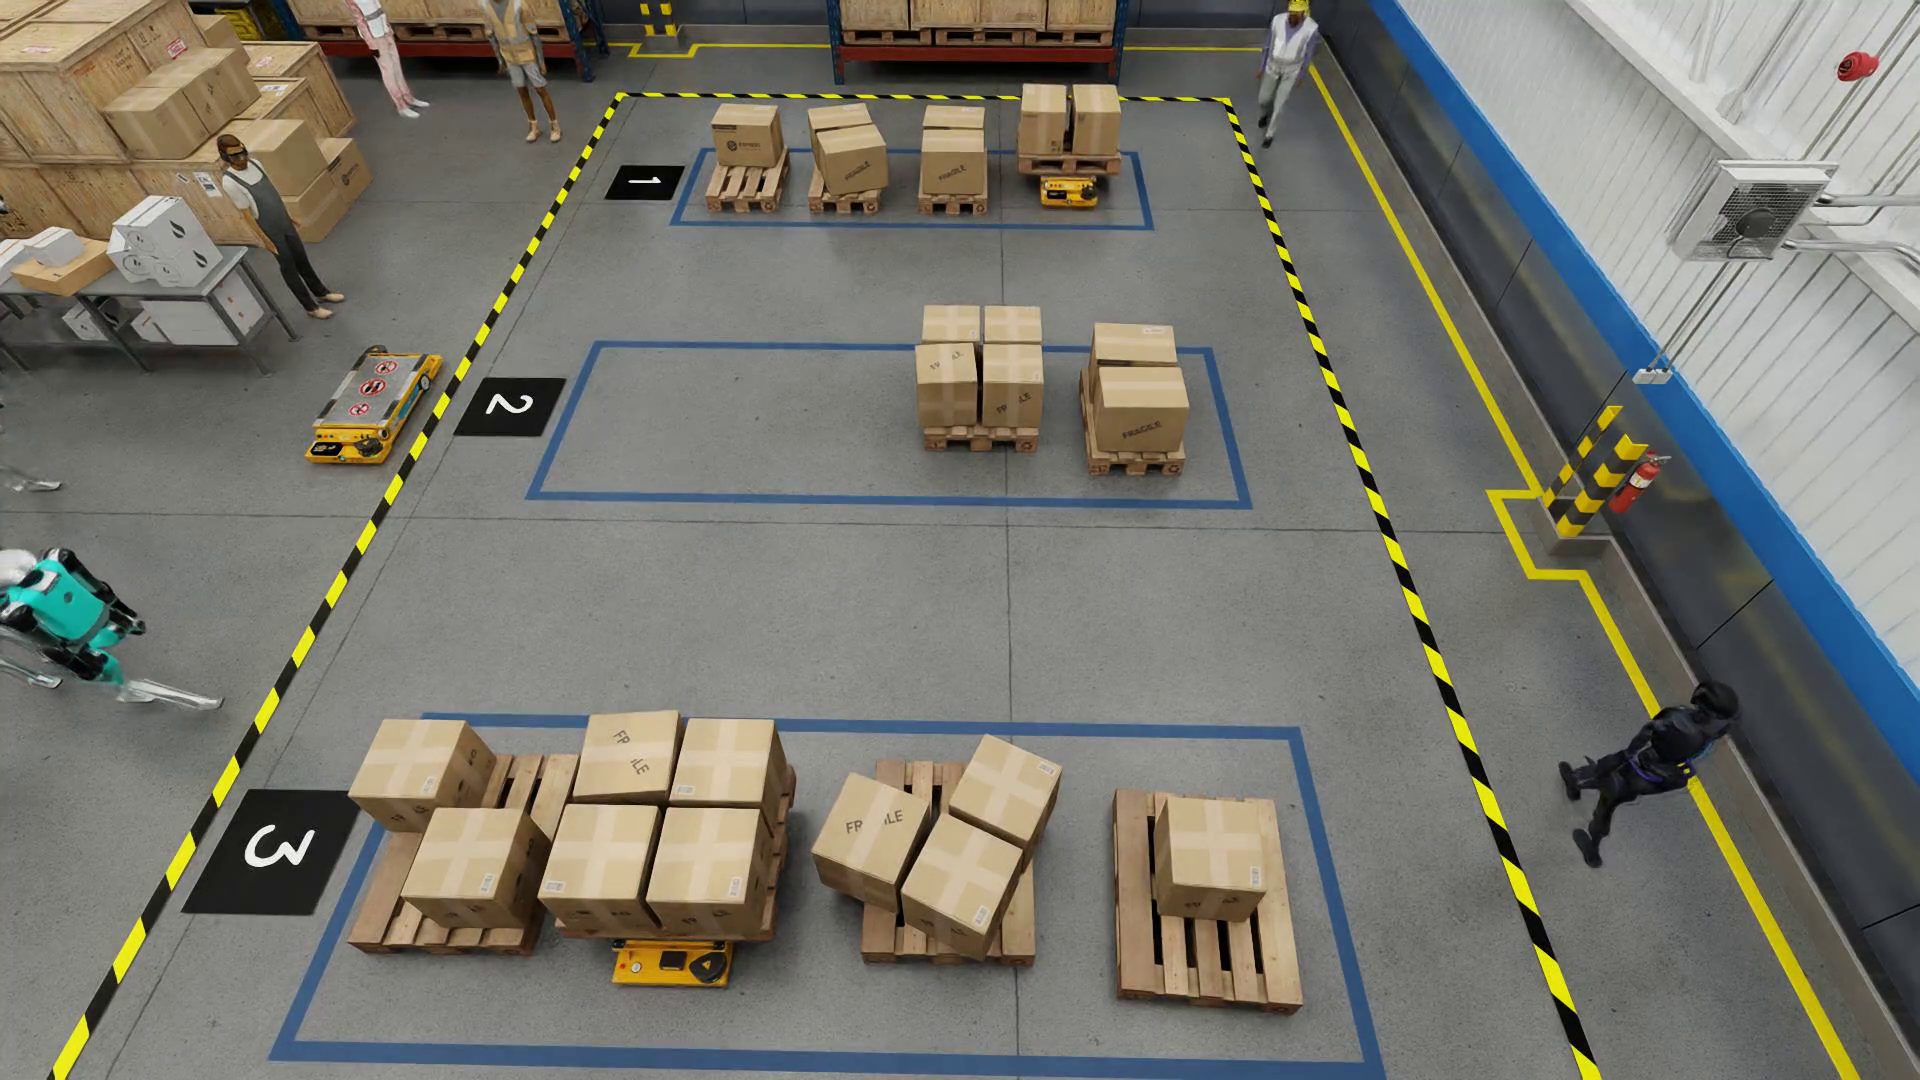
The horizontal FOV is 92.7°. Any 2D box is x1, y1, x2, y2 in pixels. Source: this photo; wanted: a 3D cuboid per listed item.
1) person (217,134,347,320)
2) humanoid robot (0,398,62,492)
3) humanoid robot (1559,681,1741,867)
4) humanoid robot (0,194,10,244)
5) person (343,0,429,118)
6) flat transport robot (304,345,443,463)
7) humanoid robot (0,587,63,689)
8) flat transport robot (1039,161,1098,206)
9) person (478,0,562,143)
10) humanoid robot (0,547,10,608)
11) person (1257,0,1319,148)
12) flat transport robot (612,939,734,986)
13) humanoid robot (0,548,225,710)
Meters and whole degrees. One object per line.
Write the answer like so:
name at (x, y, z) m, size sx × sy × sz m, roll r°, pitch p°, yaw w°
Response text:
person at (-6.623, -3.028, 8.898) m, size 0.348 × 1.842 × 0.504 m, roll 2°, pitch 50°, yaw 2°
humanoid robot at (-7.887, -0.977, 7.243) m, size 0.796 × 1.801 × 0.546 m, roll -29°, pitch 56°, yaw -23°
humanoid robot at (3.935, 1.288, 5.366) m, size 0.590 × 1.644 × 0.662 m, roll -6°, pitch 50°, yaw -5°
humanoid robot at (-10.022, -3.376, 9.174) m, size 0.735 × 1.677 × 0.533 m, roll 1°, pitch 50°, yaw 1°
person at (-7.456, -6.466, 11.758) m, size 0.395 × 1.919 × 0.588 m, roll 2°, pitch 50°, yaw 2°
flat transport robot at (-5.383, -1.269, 8.441) m, size 0.659 × 0.231 × 1.431 m, roll 1°, pitch 50°, yaw 1°
humanoid robot at (-6.615, 0.381, 5.995) m, size 0.735 × 1.677 × 0.533 m, roll 1°, pitch 50°, yaw 1°
flat transport robot at (1.296, -4.542, 11.192) m, size 0.652 × 0.197 × 1.431 m, roll 1°, pitch 50°, yaw 1°
person at (-5.375, -5.888, 11.190) m, size 0.607 × 2.040 × 0.391 m, roll 2°, pitch 50°, yaw 2°
humanoid robot at (-7.352, -0.165, 6.575) m, size 0.315 × 1.655 × 0.599 m, roll 1°, pitch 50°, yaw 1°
person at (3.975, -5.802, 11.268) m, size 0.593 × 1.813 × 0.534 m, roll 23°, pitch 53°, yaw 18°
flat transport robot at (-1.659, 1.971, 5.681) m, size 0.652 × 0.197 × 1.431 m, roll 1°, pitch 50°, yaw 1°
humanoid robot at (-5.625, 0.657, 5.851) m, size 1.023 × 1.733 × 0.557 m, roll 1°, pitch 50°, yaw 1°
